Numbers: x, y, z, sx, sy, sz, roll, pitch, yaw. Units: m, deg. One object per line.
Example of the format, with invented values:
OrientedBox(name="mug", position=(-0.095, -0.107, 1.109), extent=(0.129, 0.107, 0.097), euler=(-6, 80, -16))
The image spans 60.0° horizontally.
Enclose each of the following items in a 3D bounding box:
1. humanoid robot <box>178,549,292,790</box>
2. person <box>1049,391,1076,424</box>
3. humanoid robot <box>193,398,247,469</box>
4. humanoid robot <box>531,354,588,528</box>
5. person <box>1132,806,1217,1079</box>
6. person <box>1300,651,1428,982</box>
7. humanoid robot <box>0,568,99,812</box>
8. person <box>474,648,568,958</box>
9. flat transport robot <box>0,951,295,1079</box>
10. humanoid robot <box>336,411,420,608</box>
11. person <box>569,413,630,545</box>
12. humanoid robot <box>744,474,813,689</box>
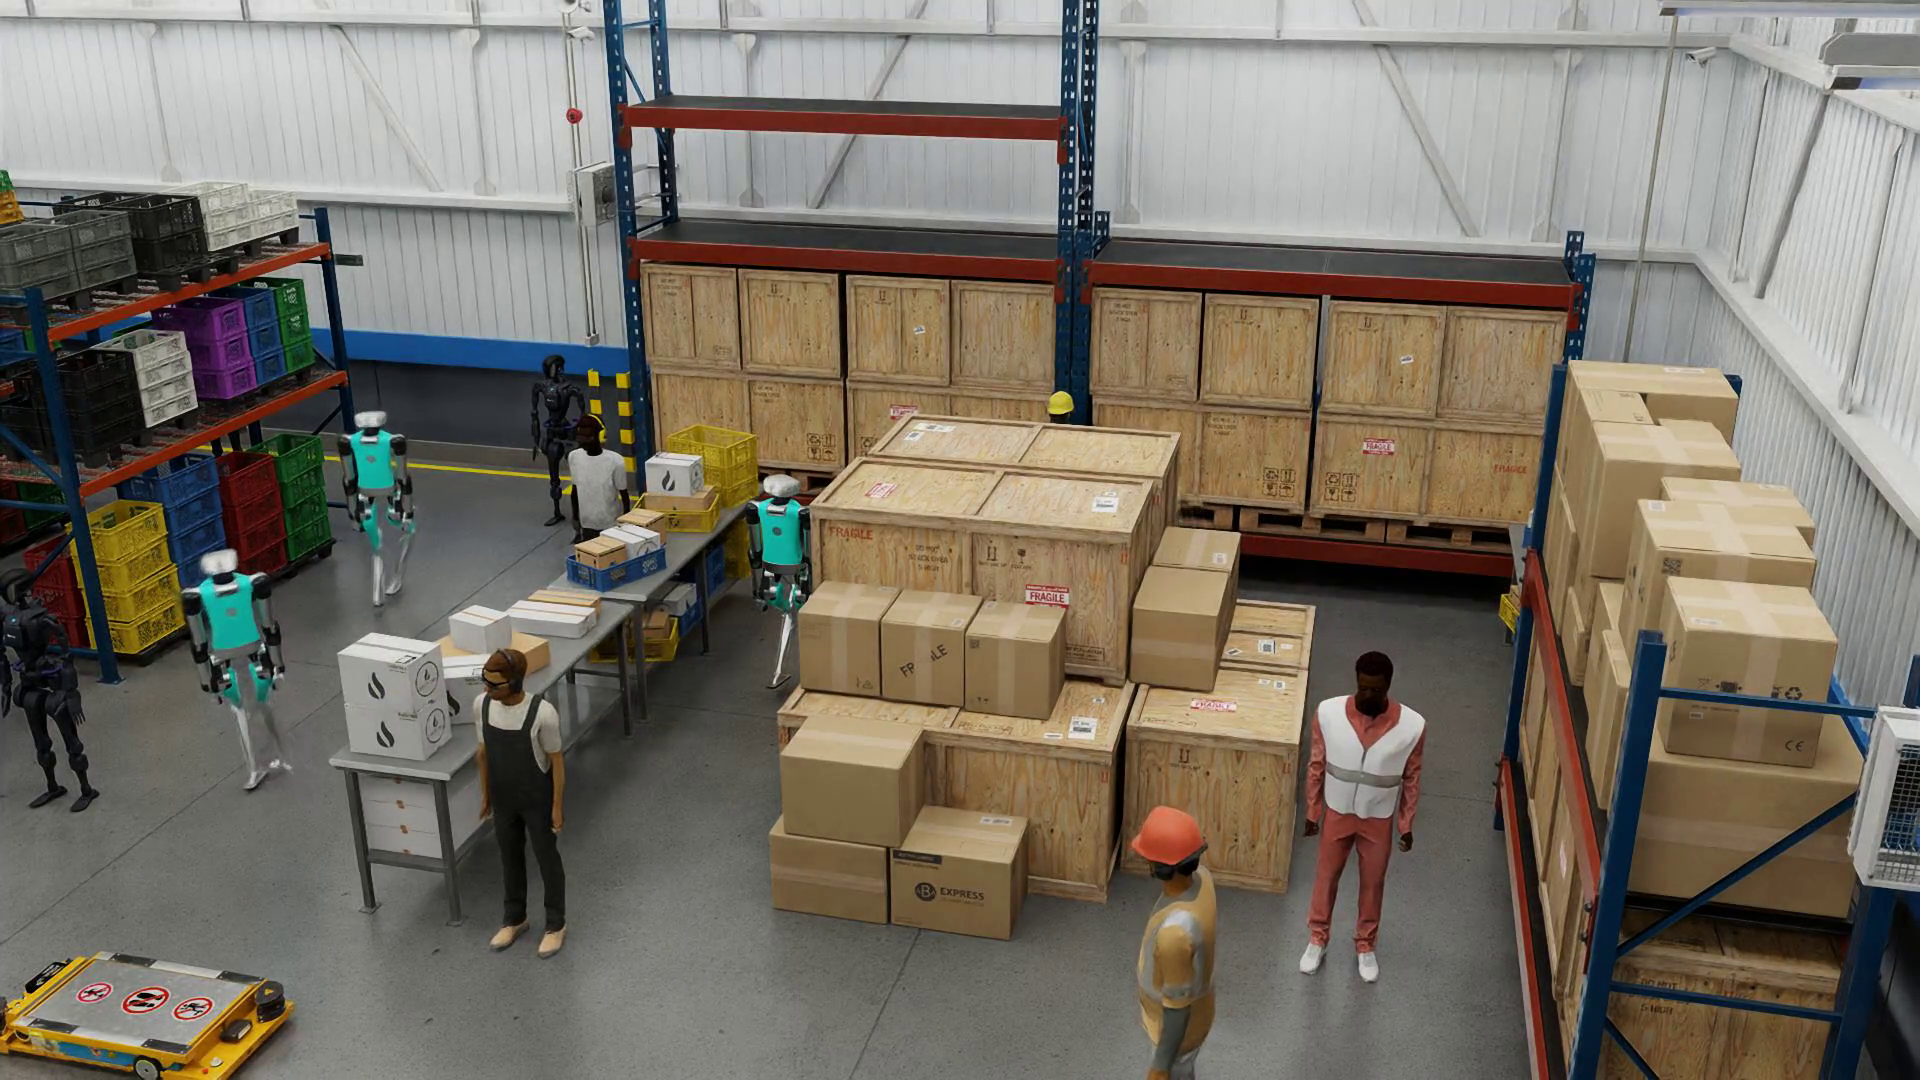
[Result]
OrientedBox(name="humanoid robot", position=(-4.720, 0.839, 10.832), extent=(0.566, 1.807, 0.809), euler=(-13, 25, -31))
OrientedBox(name="person", position=(0.842, -0.404, 14.002), extent=(0.524, 1.768, 0.325), euler=(6, 22, 15))
OrientedBox(name="humanoid robot", position=(-7.278, -1.261, 16.355), extent=(0.599, 1.654, 0.315), euler=(5, 22, 13))
OrientedBox(name="humanoid robot", position=(-3.694, -0.920, 15.463), extent=(0.599, 1.654, 0.315), euler=(5, 22, 13))
OrientedBox(name="person", position=(0.896, 2.064, 7.170), extent=(0.391, 2.039, 0.607), euler=(6, 22, 15))
OrientedBox(name="person", position=(2.147, 1.463, 8.914), extent=(0.589, 1.916, 0.400), euler=(6, 22, 15))
OrientedBox(name="humanoid robot", position=(-5.825, 0.951, 10.569), extent=(0.599, 1.654, 0.315), euler=(5, 22, 13))
OrientedBox(name="person", position=(-2.397, 1.428, 9.105), extent=(0.505, 1.842, 0.352), euler=(6, 22, 15))
OrientedBox(name="flat transport robot", position=(-4.270, 2.464, 8.601), extent=(1.431, 0.231, 0.659), euler=(5, 22, 13))
OrientedBox(name="humanoid robot", position=(-4.747, -0.291, 13.728), extent=(0.538, 1.728, 0.959), euler=(-3, 21, -7))
OrientedBox(name="person", position=(-2.822, -0.095, 13.052), extent=(0.517, 1.872, 0.336), euler=(6, 22, 15))
OrientedBox(name="humanoid robot", position=(-1.201, 0.268, 12.103), extent=(0.533, 1.675, 0.735), euler=(5, 22, 13))
